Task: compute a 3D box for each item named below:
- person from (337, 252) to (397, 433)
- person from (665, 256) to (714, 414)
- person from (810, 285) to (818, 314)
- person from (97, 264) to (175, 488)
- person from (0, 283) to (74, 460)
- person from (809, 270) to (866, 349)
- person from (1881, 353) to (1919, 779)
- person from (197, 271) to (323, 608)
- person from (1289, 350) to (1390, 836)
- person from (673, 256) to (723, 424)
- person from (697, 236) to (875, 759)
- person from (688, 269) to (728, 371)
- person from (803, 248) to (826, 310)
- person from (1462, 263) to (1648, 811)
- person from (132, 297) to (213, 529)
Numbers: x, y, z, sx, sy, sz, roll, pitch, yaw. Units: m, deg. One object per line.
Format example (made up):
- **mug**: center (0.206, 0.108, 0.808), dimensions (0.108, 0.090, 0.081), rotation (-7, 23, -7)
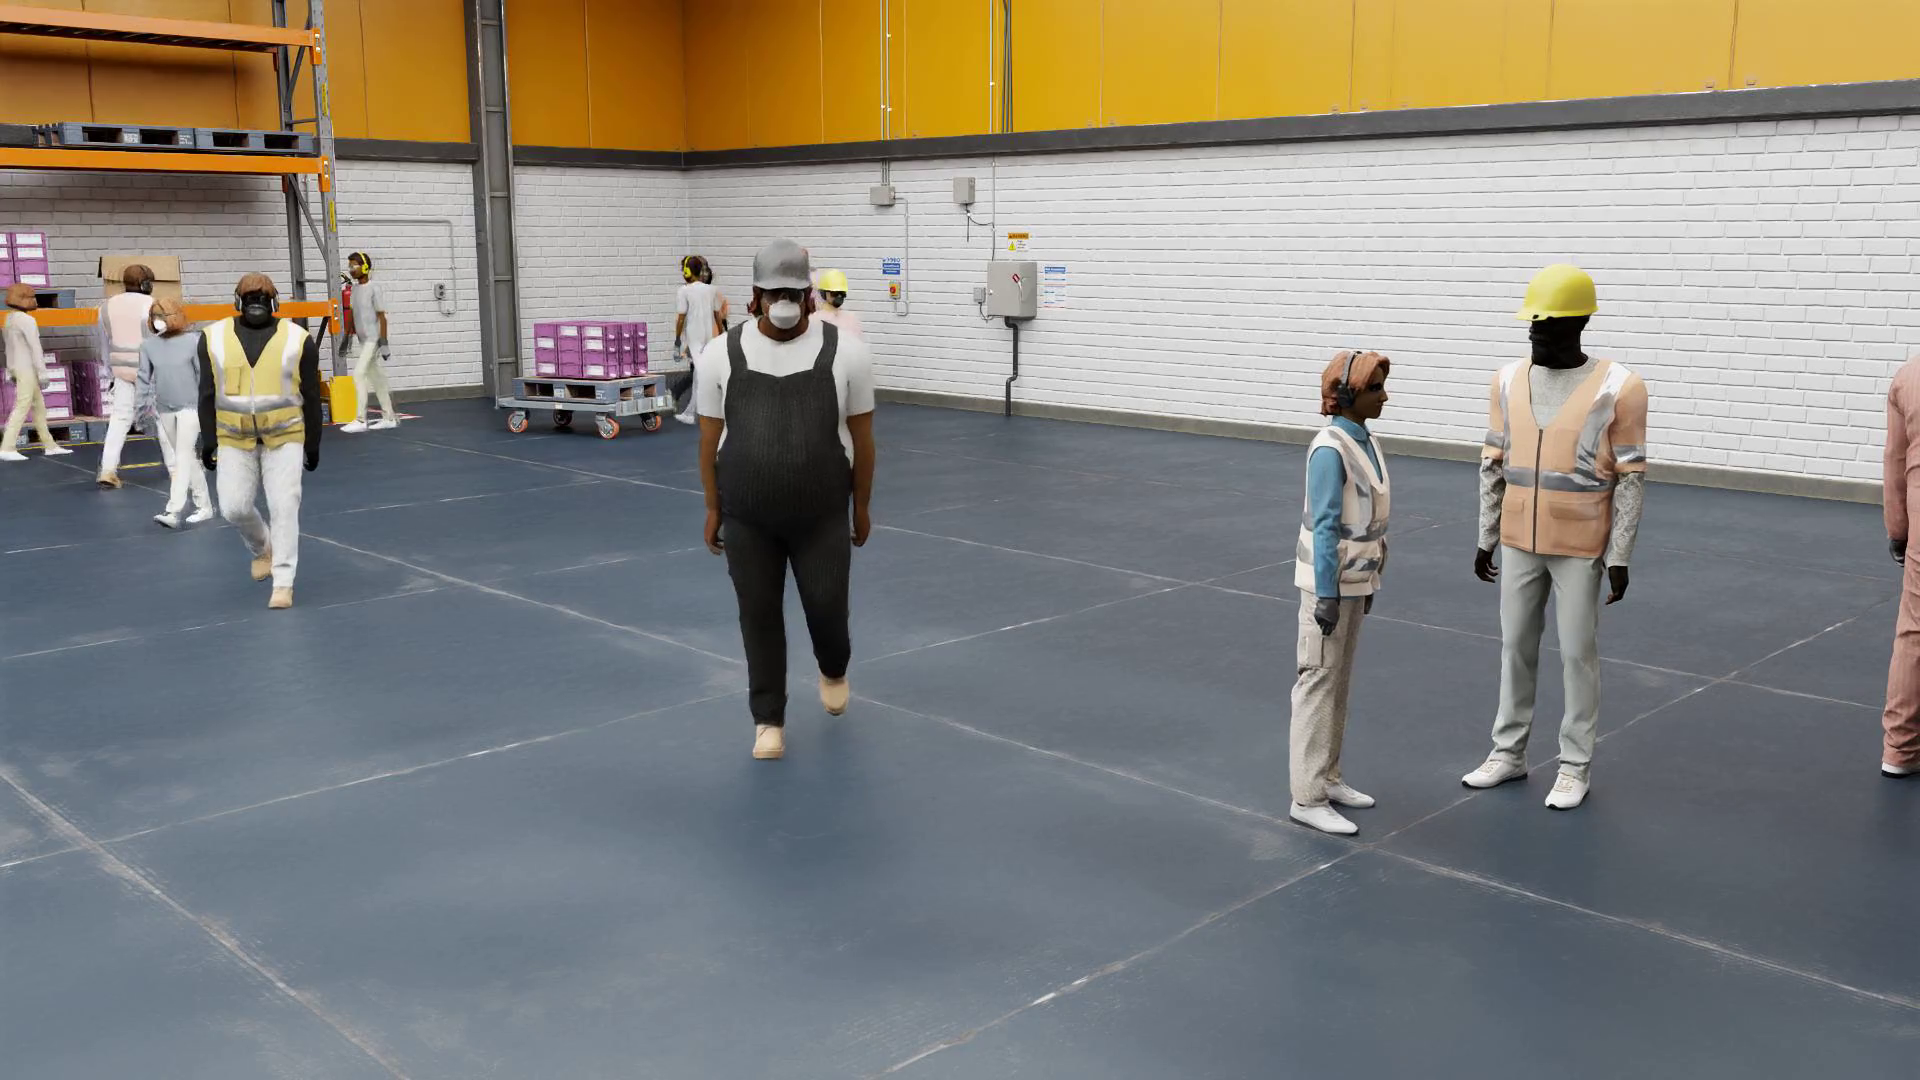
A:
- **person**: center (-6.216, -2.035, 17.200), dimensions (0.809, 1.841, 0.535), rotation (-10, 14, -42)
- **person**: center (-2.920, -2.210, 18.259), dimensions (0.828, 1.807, 0.527), rotation (3, 11, 18)
- **person**: center (-1.676, -2.081, 17.302), dimensions (0.815, 1.894, 0.597), rotation (8, 13, 38)
- **person**: center (-6.668, -1.323, 13.471), dimensions (0.642, 1.801, 0.937), rotation (1, 10, 7)
- **person**: center (-8.488, -1.530, 15.125), dimensions (0.516, 1.627, 0.576), rotation (9, 14, 42)
- **person**: center (-0.943, -1.232, 13.064), dimensions (0.534, 1.751, 0.570), rotation (-9, 14, -41)
- **person**: center (3.667, -0.018, 6.007), dimensions (0.409, 1.906, 0.652), rotation (-4, 11, -23)
- **person**: center (-3.824, -0.557, 9.145), dimensions (0.640, 1.826, 0.621), rotation (-3, 11, -14)
- **person**: center (1.308, 0.168, 5.719), dimensions (0.315, 1.640, 0.515), rotation (5, 12, 27)
- **person**: center (-2.761, -2.078, 17.523), dimensions (0.994, 1.807, 0.535), rotation (9, 14, 40)
- **person**: center (-0.683, -0.176, 6.504), dimensions (0.692, 2.000, 0.639), rotation (0, 10, -1)
- **person**: center (-2.835, -2.268, 18.863), dimensions (0.388, 1.678, 0.619), rotation (8, 13, 37)
- **person**: center (-1.714, -2.352, 18.790), dimensions (0.521, 1.881, 0.700), rotation (7, 13, 35)
- **person**: center (2.096, -0.006, 5.894), dimensions (0.381, 1.923, 0.592), rotation (-9, 14, -41)
- **person**: center (-5.456, -0.869, 11.481), dimensions (0.530, 1.587, 0.836), rotation (2, 11, 10)
